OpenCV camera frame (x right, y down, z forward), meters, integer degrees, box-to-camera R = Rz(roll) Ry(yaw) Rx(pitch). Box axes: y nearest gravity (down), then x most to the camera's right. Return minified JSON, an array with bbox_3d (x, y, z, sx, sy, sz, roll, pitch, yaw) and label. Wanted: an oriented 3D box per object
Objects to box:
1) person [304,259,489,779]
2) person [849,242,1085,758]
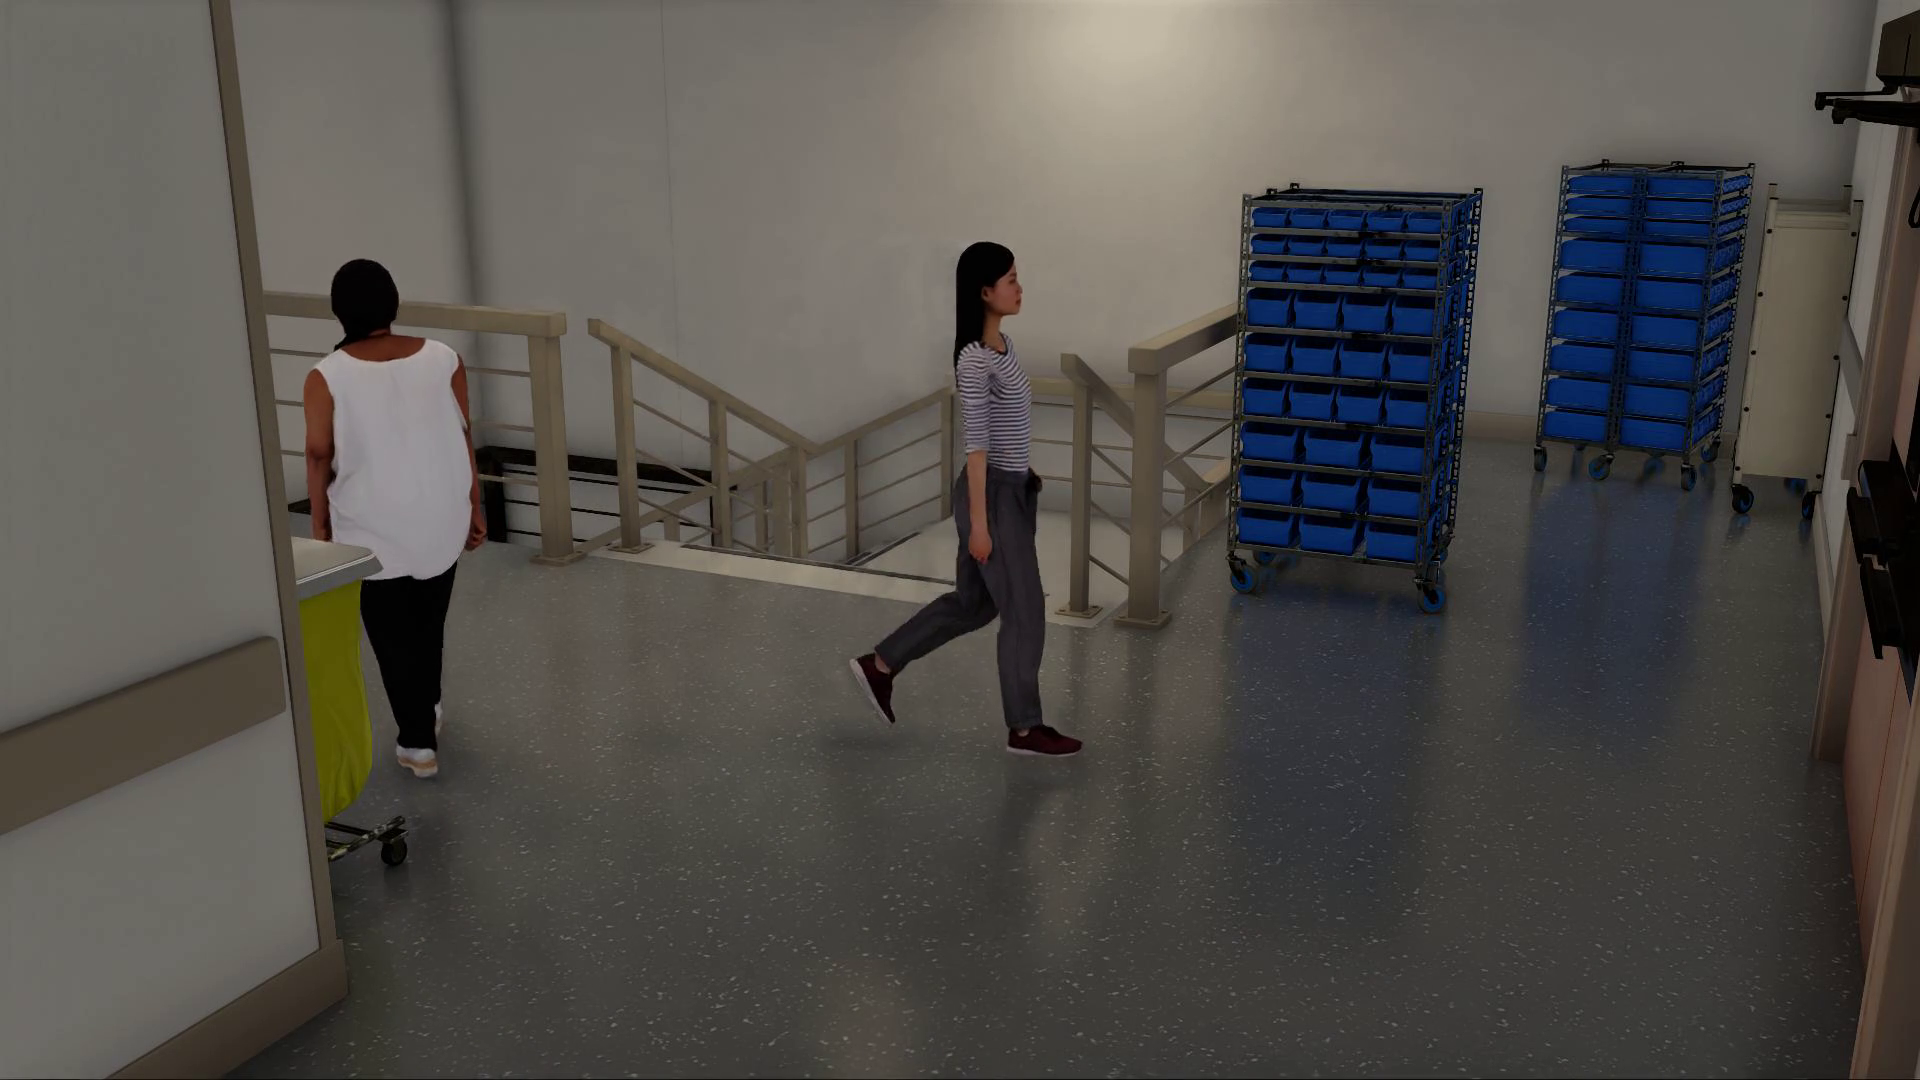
[{"bbox_3d":[-1.791,-0.045,5.344,0.917,1.670,0.946,-11,19,-35],"label":"person"},{"bbox_3d":[0.009,-0.099,5.460,0.841,1.710,1.045,3,16,10],"label":"person"}]
